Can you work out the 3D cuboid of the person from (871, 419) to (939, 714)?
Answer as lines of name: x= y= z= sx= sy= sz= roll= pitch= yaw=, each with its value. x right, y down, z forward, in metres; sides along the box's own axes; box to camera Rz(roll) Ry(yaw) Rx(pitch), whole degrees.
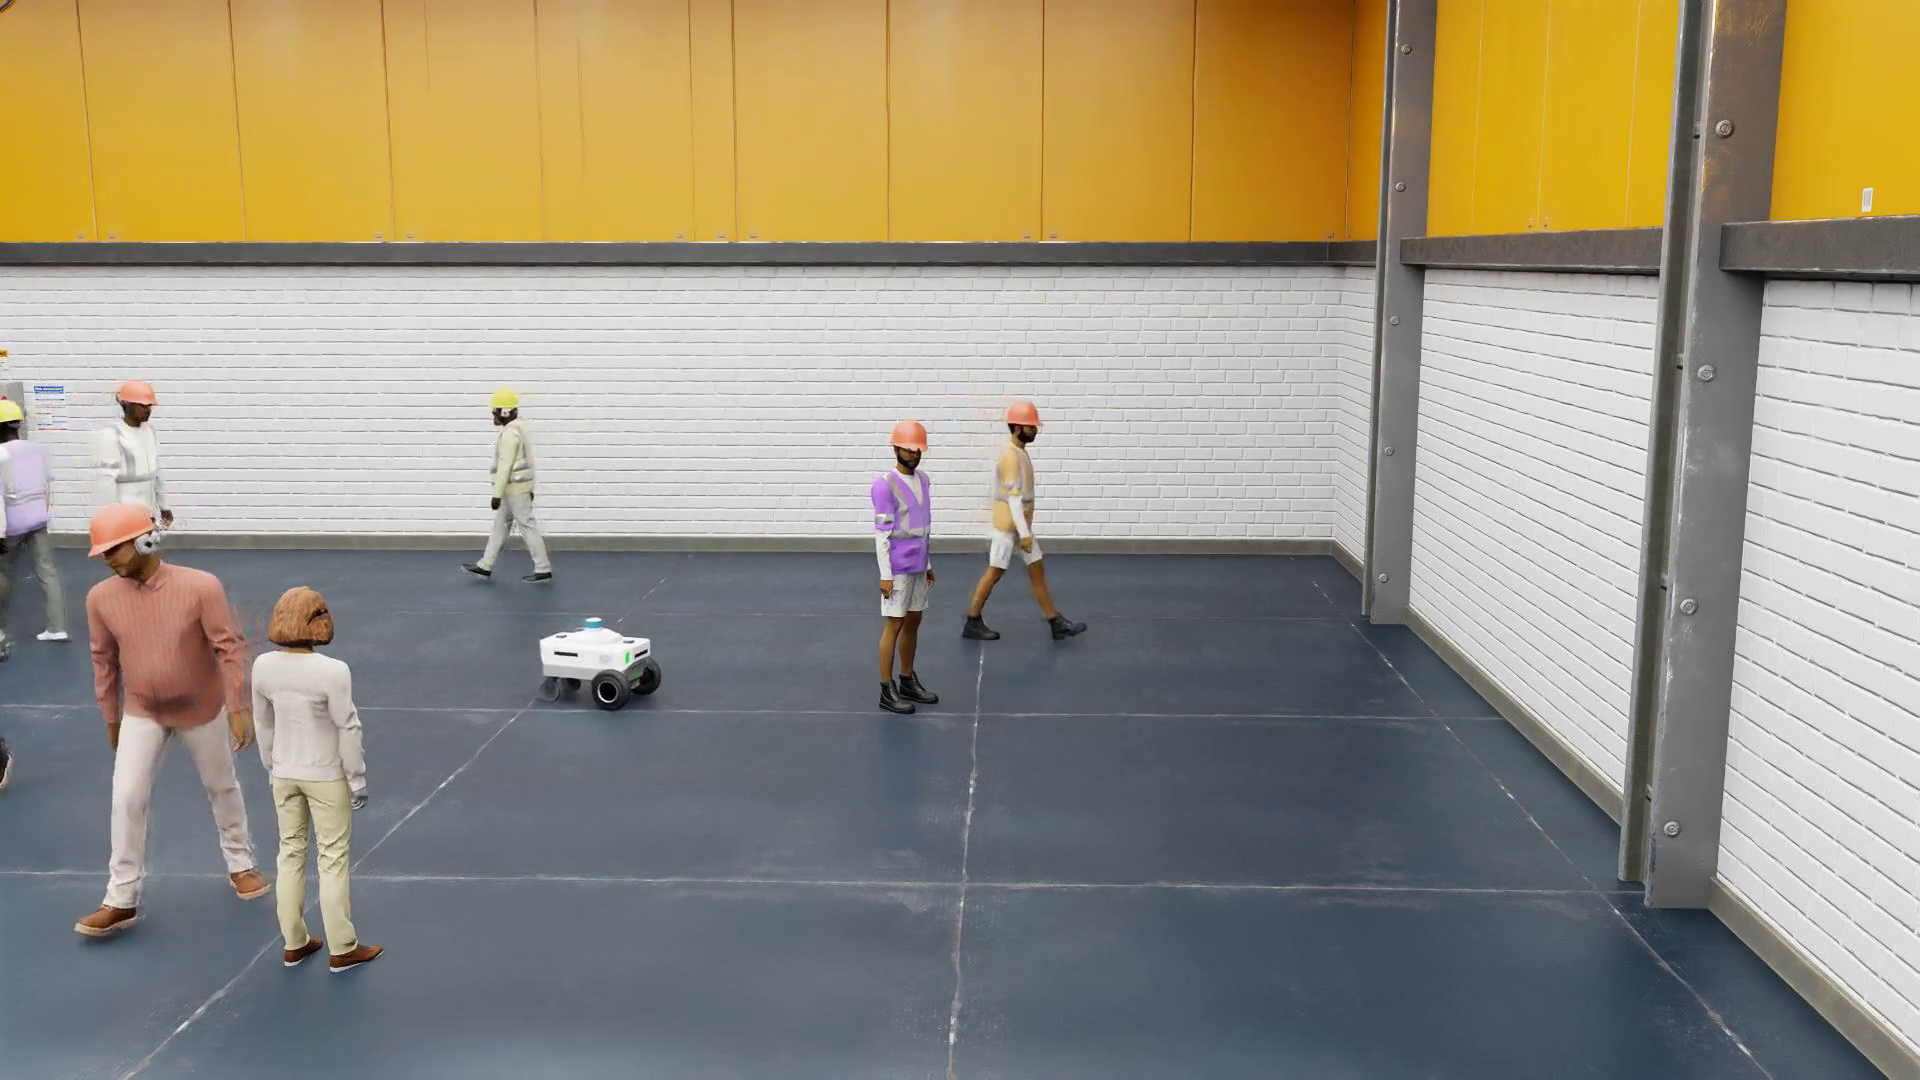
person: x=-0.340 y=0.167 z=10.973 sx=0.357 sy=1.932 sz=0.553 roll=6 pitch=11 yaw=32

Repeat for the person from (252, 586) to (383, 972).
person: x=-2.709 y=0.998 z=6.976 sx=0.500 sy=1.636 sz=0.280 roll=3 pitch=10 yaw=18

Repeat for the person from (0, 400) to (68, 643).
person: x=-7.362 y=-0.142 z=12.919 sx=0.959 sy=1.875 sz=0.618 roll=4 pitch=10 yaw=20

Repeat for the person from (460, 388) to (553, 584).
person: x=-4.169 y=-0.481 z=15.176 sx=0.903 sy=1.786 sz=0.636 roll=-1 pitch=10 yaw=-9

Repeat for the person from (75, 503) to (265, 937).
person: x=-3.562 y=0.772 z=7.496 sx=0.688 sy=1.930 sz=0.748 roll=-2 pitch=10 yaw=-9

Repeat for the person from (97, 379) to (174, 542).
person: x=-6.582 y=-0.280 z=13.362 sx=0.463 sy=2.016 sz=0.621 roll=1 pitch=10 yaw=7

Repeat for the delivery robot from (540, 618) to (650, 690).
delivery robot: x=-2.459 y=0.770 z=11.204 sx=0.707 sy=0.478 sz=0.477 roll=3 pitch=10 yaw=18

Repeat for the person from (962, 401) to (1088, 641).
person: x=0.467 y=-0.128 z=12.859 sx=1.004 sy=1.882 sz=0.572 roll=3 pitch=10 yaw=15

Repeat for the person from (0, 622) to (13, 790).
person: x=-5.547 y=0.503 z=9.013 sx=0.663 sy=1.935 sz=0.459 roll=1 pitch=10 yaw=7
